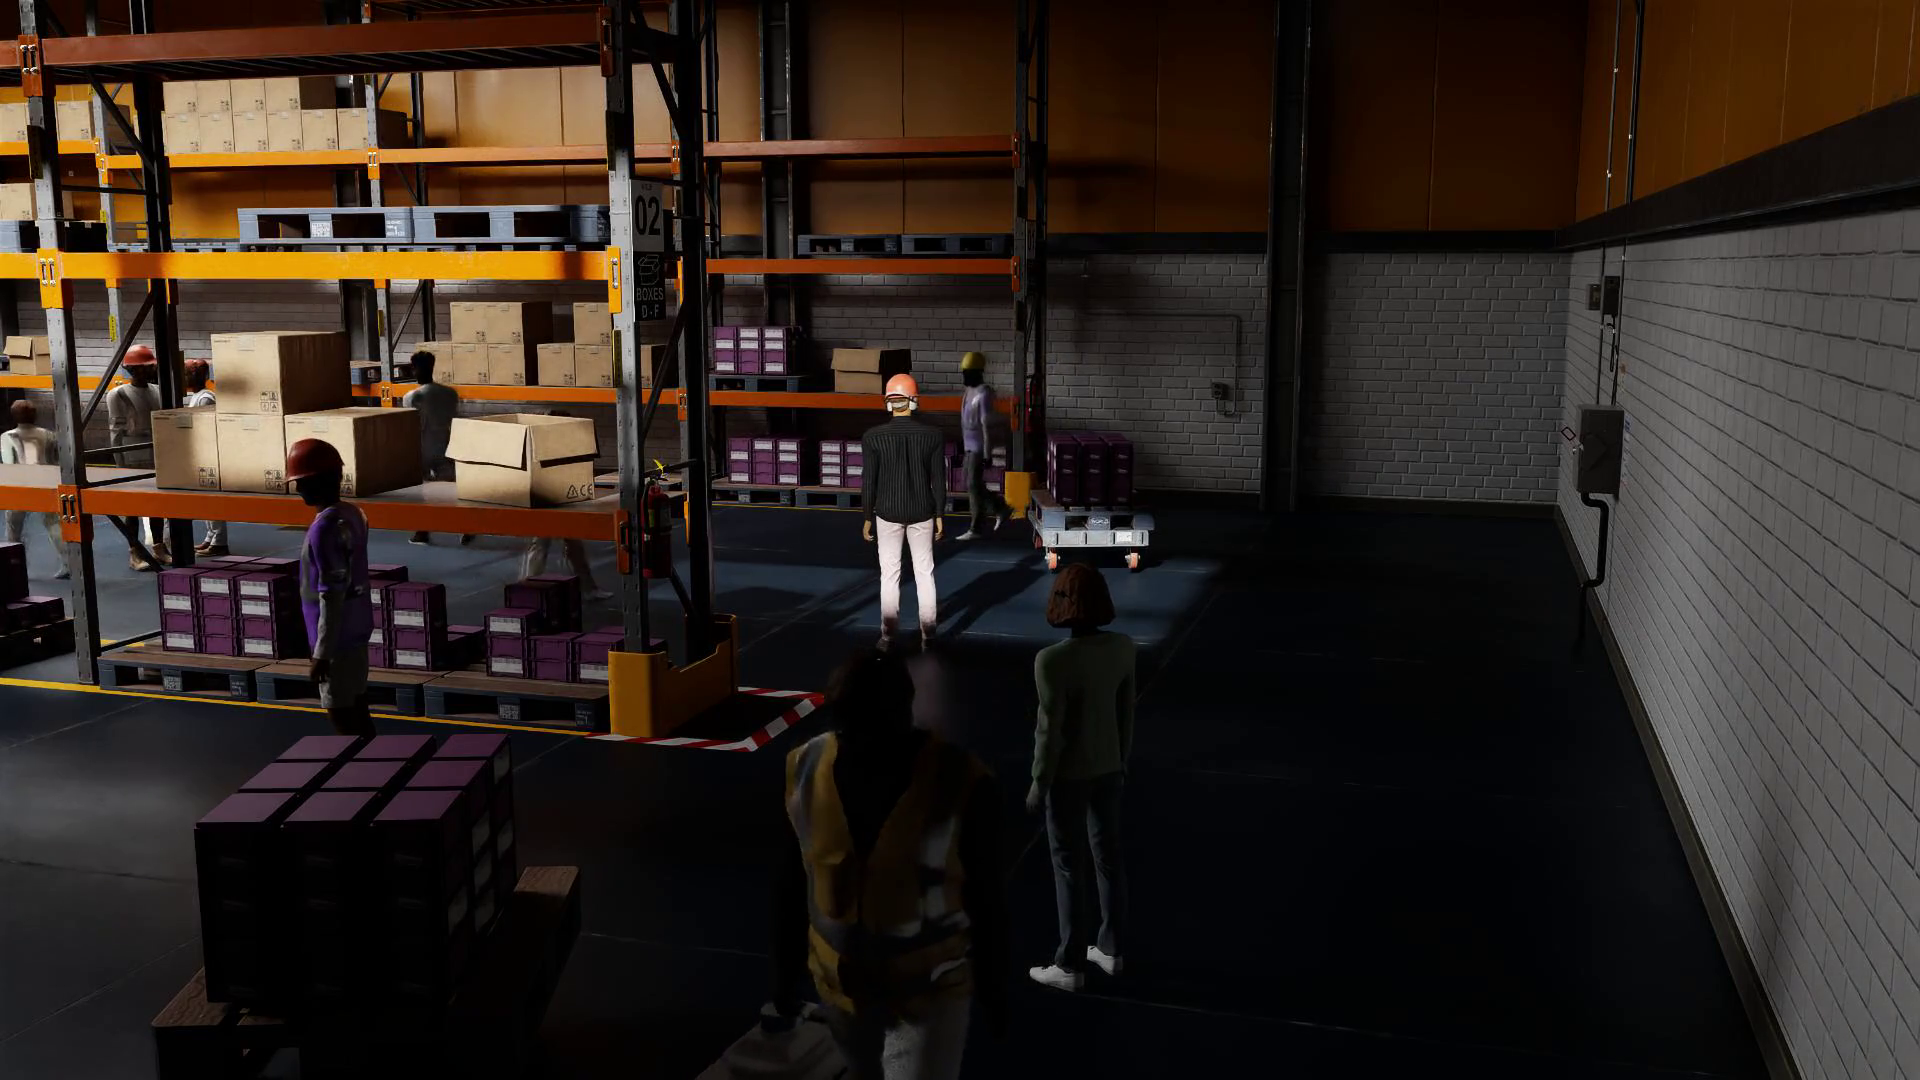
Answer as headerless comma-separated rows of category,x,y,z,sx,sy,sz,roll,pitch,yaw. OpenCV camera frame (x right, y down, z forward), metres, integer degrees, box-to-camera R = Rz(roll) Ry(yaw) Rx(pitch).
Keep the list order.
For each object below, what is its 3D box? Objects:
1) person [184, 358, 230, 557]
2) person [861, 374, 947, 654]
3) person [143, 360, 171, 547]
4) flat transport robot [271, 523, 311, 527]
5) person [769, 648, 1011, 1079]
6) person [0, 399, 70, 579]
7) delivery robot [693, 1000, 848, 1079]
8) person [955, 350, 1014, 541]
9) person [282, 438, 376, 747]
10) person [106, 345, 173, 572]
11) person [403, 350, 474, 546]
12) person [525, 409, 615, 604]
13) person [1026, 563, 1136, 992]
person,-7.172,-0.780,15.793,0.338,1.882,0.583,-6,11,-31
person,-0.400,-0.180,11.813,0.613,1.991,0.392,-1,9,-8
person,-7.891,-0.847,16.335,0.429,1.845,0.622,-8,12,-40
flat transport robot,-6.724,-0.336,17.992,0.652,0.197,1.431,2,10,14
person,-0.176,1.134,4.430,0.653,1.799,0.879,3,10,19
person,-8.163,-0.442,14.635,0.862,1.591,0.520,4,10,24
delivery robot,-0.537,1.617,4.942,0.477,0.478,0.707,4,10,24
person,0.234,-0.944,16.686,0.553,1.917,0.592,-2,10,-14
person,-3.044,0.467,8.064,0.373,1.928,0.543,-1,9,-6
person,-7.373,-0.742,15.079,0.373,2.043,0.615,4,10,25
person,-5.120,-0.883,16.237,0.820,1.945,0.614,8,13,42
person,-3.168,-0.243,13.340,0.790,1.601,0.540,0,9,3
person,0.460,0.897,6.335,0.509,1.632,0.269,-8,12,-40
